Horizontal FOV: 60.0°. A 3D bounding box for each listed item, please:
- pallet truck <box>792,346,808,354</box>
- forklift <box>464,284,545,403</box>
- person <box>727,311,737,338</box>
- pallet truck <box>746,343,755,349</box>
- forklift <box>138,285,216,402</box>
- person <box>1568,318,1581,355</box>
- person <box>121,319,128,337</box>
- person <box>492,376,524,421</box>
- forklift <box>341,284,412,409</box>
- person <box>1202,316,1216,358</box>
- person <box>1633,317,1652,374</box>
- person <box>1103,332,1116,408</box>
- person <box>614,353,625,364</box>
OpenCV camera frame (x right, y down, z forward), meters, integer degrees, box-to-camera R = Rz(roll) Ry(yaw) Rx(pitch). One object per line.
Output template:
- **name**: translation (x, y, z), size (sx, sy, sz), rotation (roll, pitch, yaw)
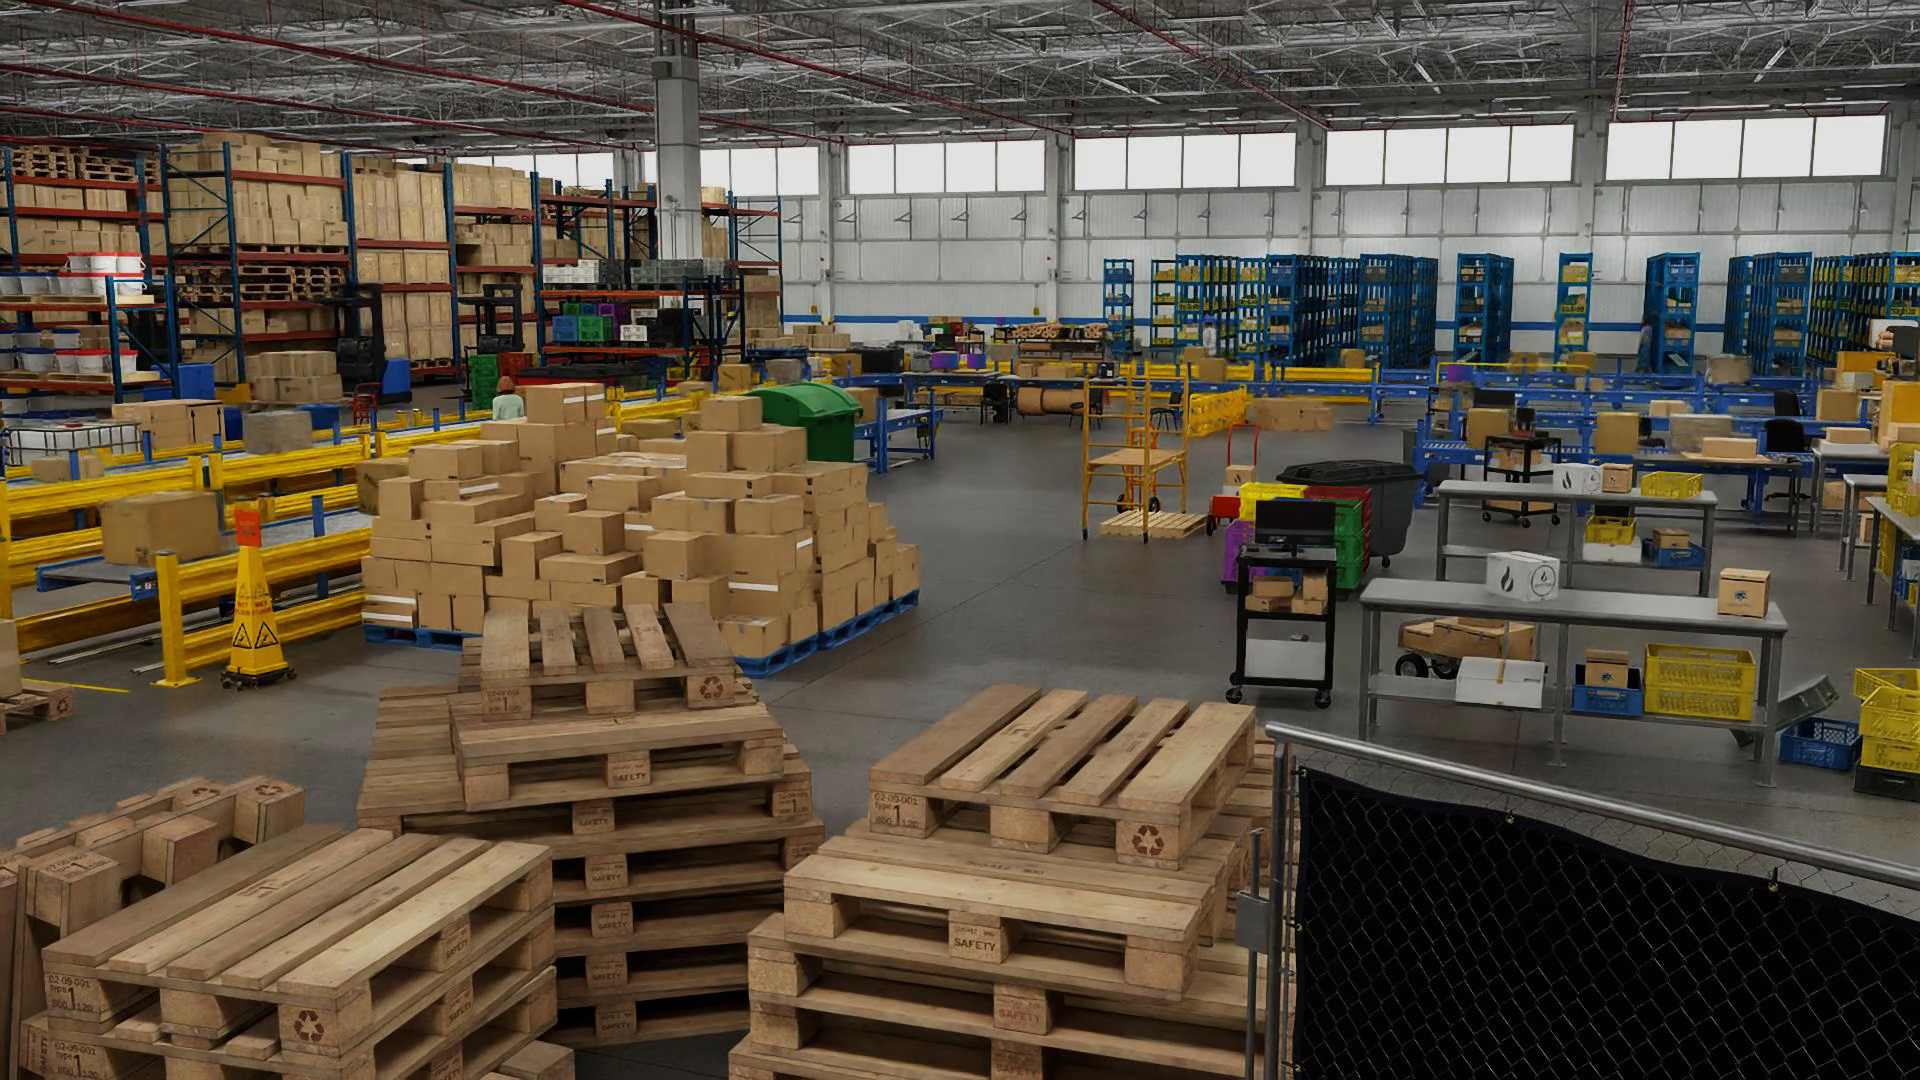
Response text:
- **pallet truck**: translation (-3.705, -4.298, 42.022), size (0.653, 1.274, 1.630), rotation (3, 10, 20)
- **forklift**: translation (-10.832, -4.702, 39.610), size (1.129, 2.768, 1.873), rotation (3, 10, 20)
- **person**: translation (-8.158, -7.288, 59.358), size (0.537, 1.753, 0.530), rotation (4, 10, 22)
- **pallet truck**: translation (-6.183, -4.618, 44.264), size (1.601, 1.201, 0.680), rotation (-9, 12, -43)
- **forklift**: translation (-17.480, -4.200, 36.461), size (1.873, 2.768, 1.129), rotation (3, 10, 19)
- **person**: translation (18.625, -5.885, 50.353), size (0.515, 1.815, 0.608), rotation (3, 9, 17)
- **person**: translation (-23.693, -5.432, 47.578), size (0.599, 1.806, 0.842), rotation (3, 9, 16)
- **person**: translation (-6.326, -1.483, 23.336), size (0.280, 1.624, 0.494), rotation (7, 12, 38)
- **forklift**: translation (-13.657, -4.482, 38.232), size (1.129, 2.768, 1.873), rotation (3, 10, 20)
- **person**: translation (6.683, -5.104, 45.114), size (0.586, 1.923, 0.615), rotation (8, 12, 40)
- **person**: translation (20.496, -5.760, 49.640), size (0.942, 1.805, 0.589), rotation (8, 12, 42)
- **person**: translation (3.264, -3.865, 37.911), size (0.555, 1.752, 0.527), rotation (1, 9, 5)
- **person**: translation (-10.765, -6.168, 52.537), size (0.533, 1.692, 0.319), rotation (1, 9, 9)
